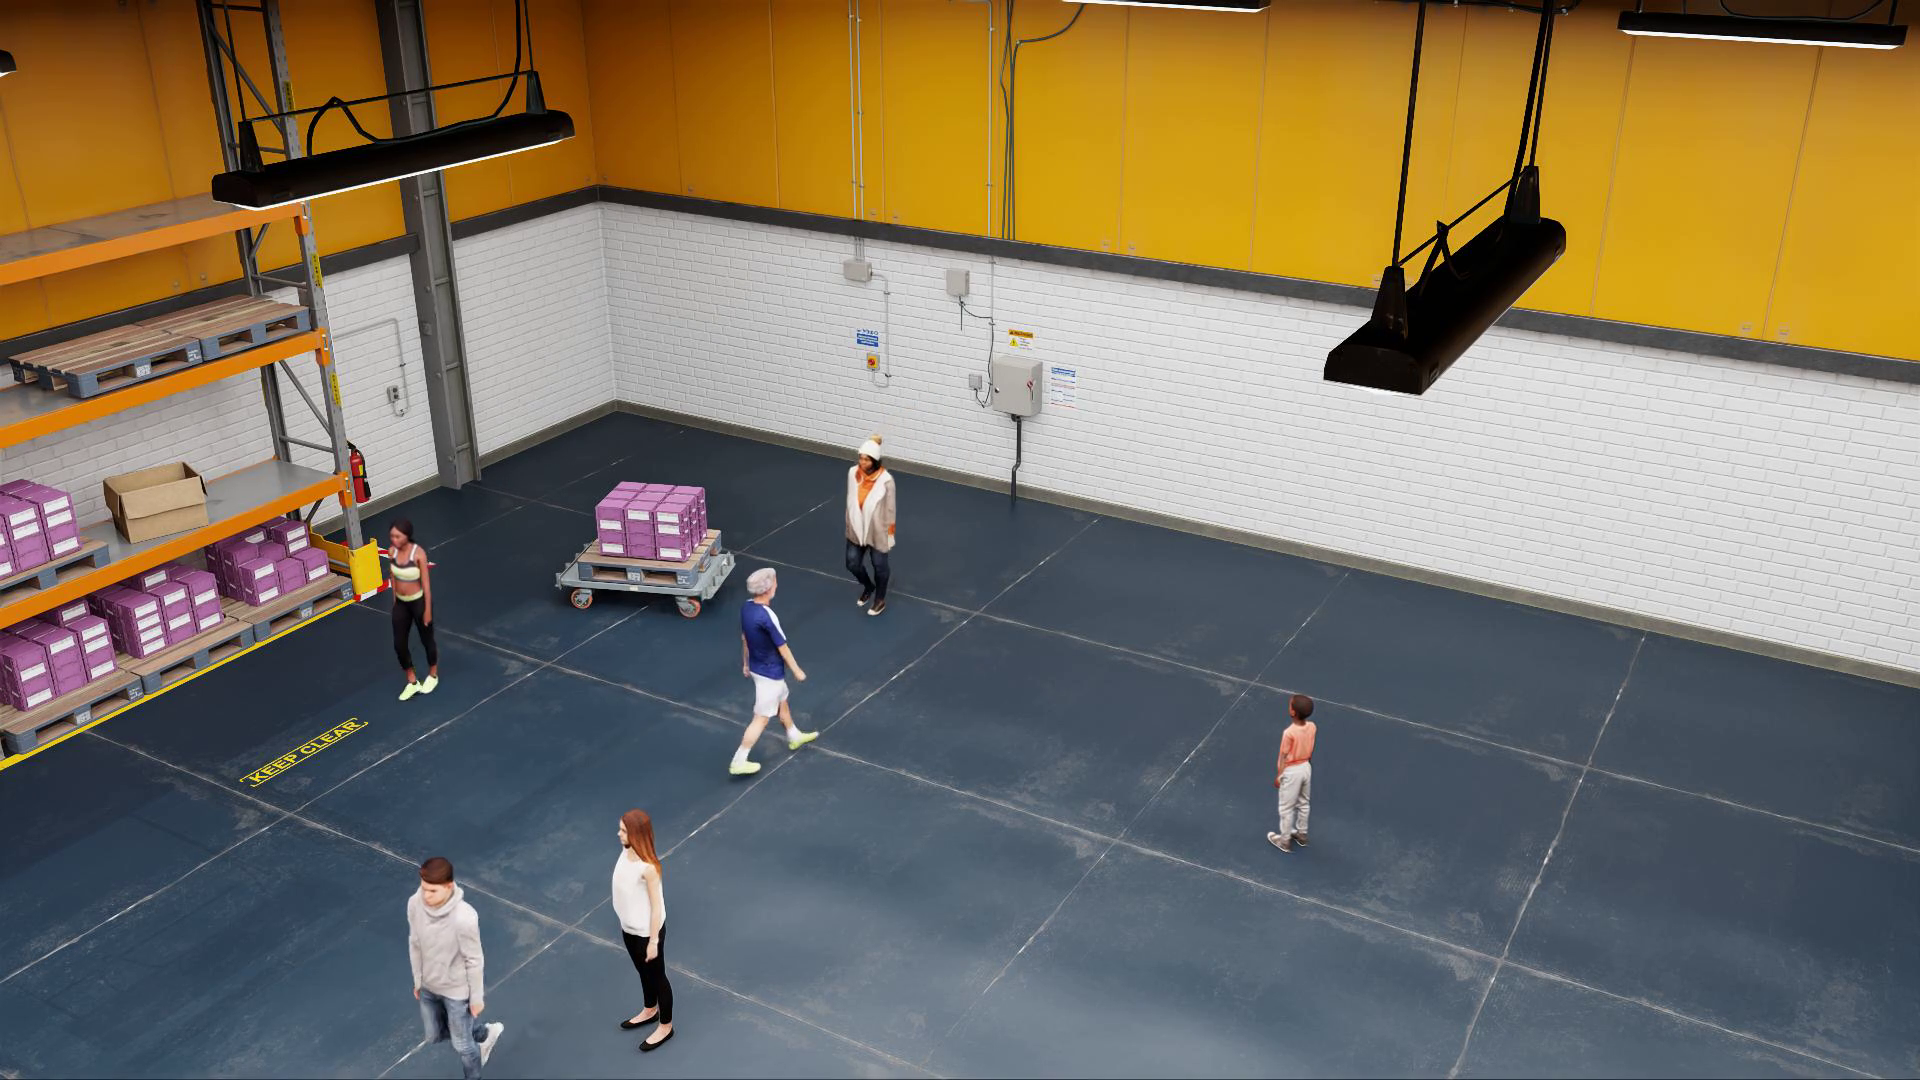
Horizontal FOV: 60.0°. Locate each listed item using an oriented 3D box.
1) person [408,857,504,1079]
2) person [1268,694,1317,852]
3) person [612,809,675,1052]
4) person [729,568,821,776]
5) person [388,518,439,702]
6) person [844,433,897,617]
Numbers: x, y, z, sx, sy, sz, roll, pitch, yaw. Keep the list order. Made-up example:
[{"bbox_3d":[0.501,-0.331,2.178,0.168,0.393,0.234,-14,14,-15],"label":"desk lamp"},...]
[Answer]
[{"bbox_3d":[-3.045,2.662,10.157,0.726,1.839,0.889,10,26,23],"label":"person"},{"bbox_3d":[2.592,1.787,12.817,0.526,1.310,0.610,-14,27,-28],"label":"person"},{"bbox_3d":[-2.033,2.481,10.715,0.627,1.722,0.642,-16,28,-33],"label":"person"},{"bbox_3d":[-1.659,1.129,13.725,1.254,1.789,0.994,-15,28,-31],"label":"person"},{"bbox_3d":[-4.898,0.568,15.070,0.701,1.739,0.789,5,24,12],"label":"person"},{"bbox_3d":[-0.849,-0.181,16.606,0.740,1.882,0.714,10,25,21],"label":"person"}]
